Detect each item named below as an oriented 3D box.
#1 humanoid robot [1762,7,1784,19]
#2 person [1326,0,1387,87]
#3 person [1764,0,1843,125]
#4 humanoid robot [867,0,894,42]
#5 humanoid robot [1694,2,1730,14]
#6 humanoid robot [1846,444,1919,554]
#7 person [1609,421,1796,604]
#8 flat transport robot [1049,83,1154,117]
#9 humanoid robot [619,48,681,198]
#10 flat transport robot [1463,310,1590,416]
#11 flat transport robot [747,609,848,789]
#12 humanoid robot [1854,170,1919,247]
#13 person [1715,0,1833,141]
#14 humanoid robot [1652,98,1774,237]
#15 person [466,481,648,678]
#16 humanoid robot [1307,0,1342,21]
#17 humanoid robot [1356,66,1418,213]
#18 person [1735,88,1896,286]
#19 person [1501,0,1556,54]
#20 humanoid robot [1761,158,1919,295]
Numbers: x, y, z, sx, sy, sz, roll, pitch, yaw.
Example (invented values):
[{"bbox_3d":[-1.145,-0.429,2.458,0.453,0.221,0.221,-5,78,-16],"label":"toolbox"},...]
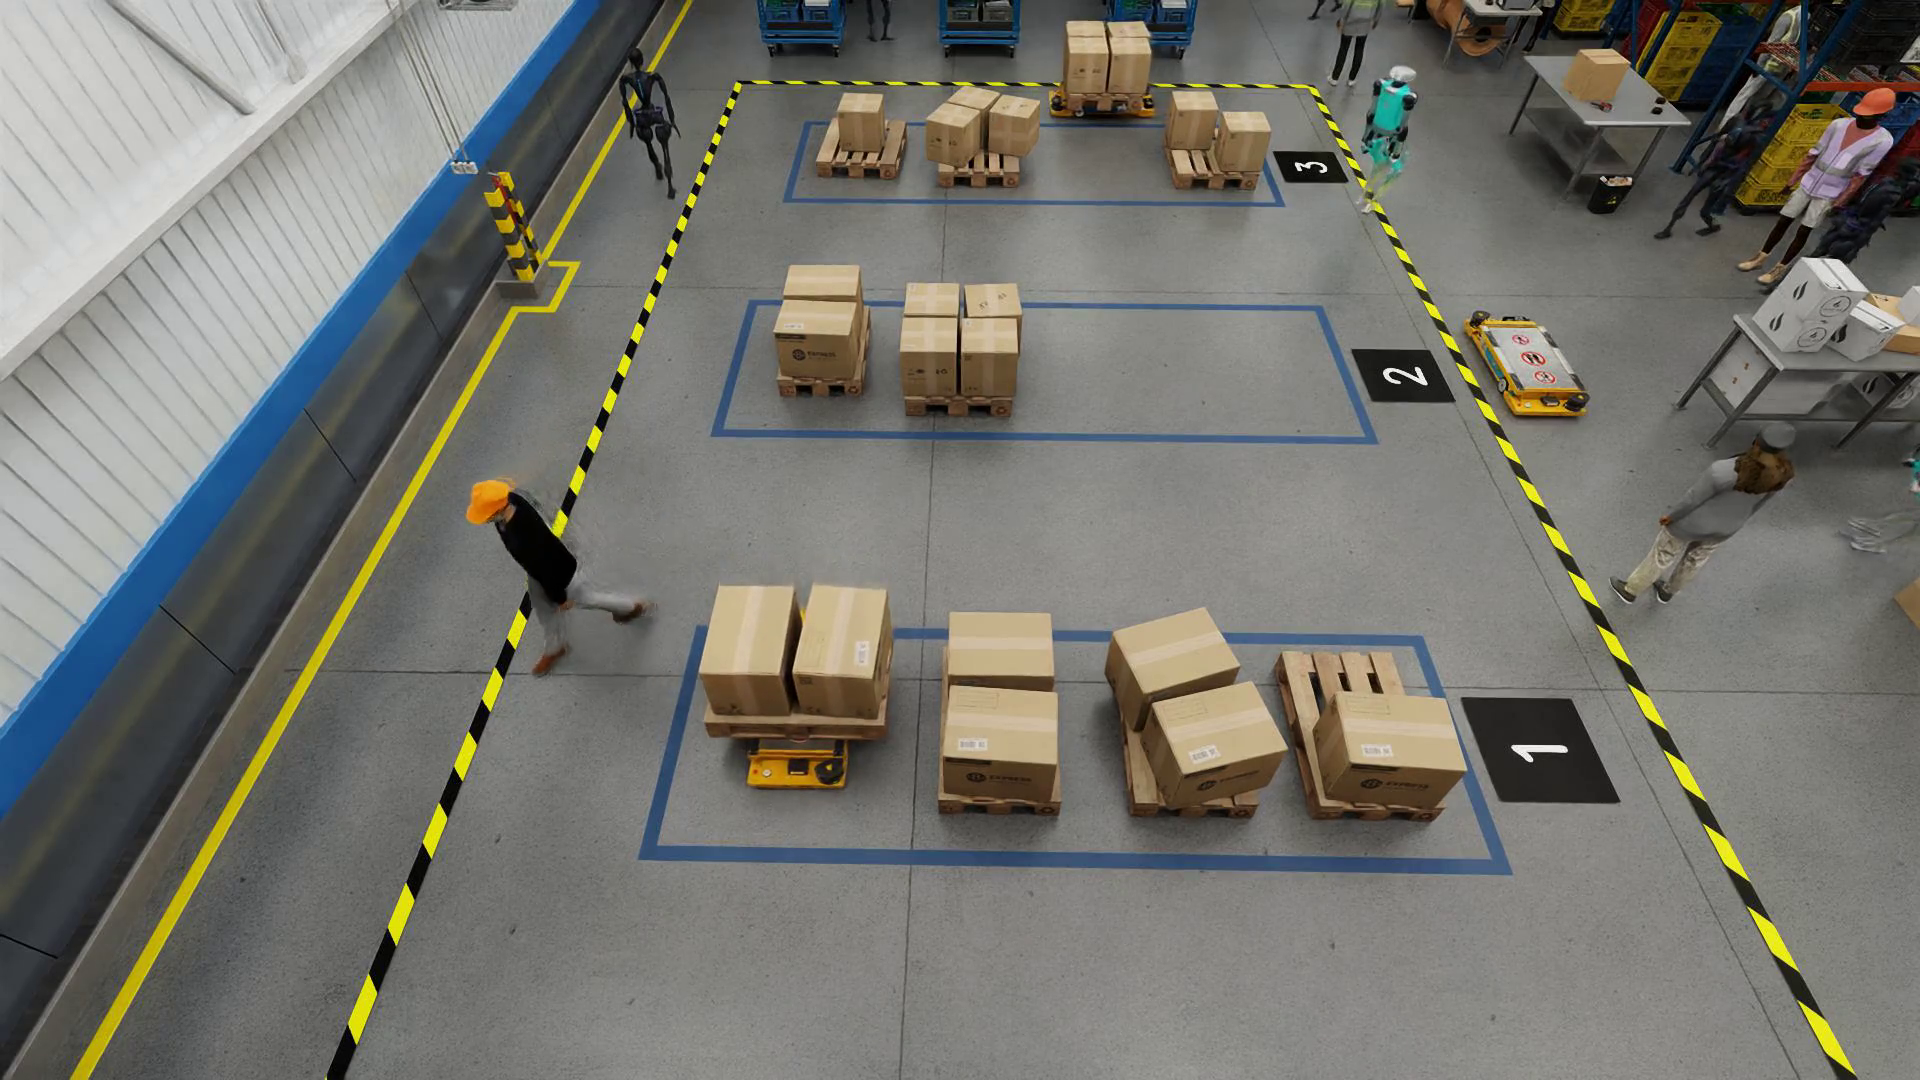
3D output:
[{"bbox_3d":[13.203,-8.942,14.384,0.612,1.641,0.779,4,49,4],"label":"humanoid robot"},{"bbox_3d":[5.609,-7.370,12.865,0.597,1.850,0.395,2,49,2],"label":"person"},{"bbox_3d":[10.852,-6.196,11.867,0.403,1.823,0.589,37,59,28],"label":"person"},{"bbox_3d":[-1.296,-8.494,13.959,0.587,1.646,0.411,14,51,12],"label":"humanoid robot"},{"bbox_3d":[10.718,-7.766,13.334,0.943,1.797,0.571,19,52,16],"label":"humanoid robot"},{"bbox_3d":[7.585,-0.521,6.979,0.710,1.745,0.530,25,54,20],"label":"humanoid robot"},{"bbox_3d":[5.429,-0.149,6.669,0.571,1.767,0.395,2,49,1],"label":"person"},{"bbox_3d":[1.984,-6.203,12.884,1.431,0.197,0.652,1,49,1],"label":"flat transport robot"},{"bbox_3d":[-3.688,-5.007,10.963,0.605,1.619,0.778,-8,50,-7],"label":"humanoid robot"},{"bbox_3d":[5.573,-1.757,9.054,0.659,0.231,1.431,1,49,1],"label":"flat transport robot"},{"bbox_3d":[-1.093,1.078,6.582,0.652,0.197,1.431,1,49,1],"label":"flat transport robot"},{"bbox_3d":[9.360,-3.252,9.414,0.610,1.645,0.334,-35,58,-27],"label":"humanoid robot"},{"bbox_3d":[10.499,-6.097,11.775,0.619,1.838,0.430,-8,50,-7],"label":"person"},{"bbox_3d":[8.492,-4.094,10.175,0.695,1.642,0.599,-9,50,-8],"label":"humanoid robot"},{"bbox_3d":[-2.797,0.184,6.346,0.914,1.833,0.588,-33,57,-25],"label":"person"},{"bbox_3d":[6.056,-9.224,14.627,0.809,1.632,0.592,-21,52,-17],"label":"humanoid robot"},{"bbox_3d":[4.940,-4.543,10.525,0.815,1.811,0.536,-27,54,-21],"label":"humanoid robot"},{"bbox_3d":[8.920,-3.650,9.534,0.404,2.029,0.608,-17,51,-14],"label":"person"},{"bbox_3d":[8.760,-8.337,13.627,0.368,1.966,0.605,-32,56,-25],"label":"person"},{"bbox_3d":[9.059,-3.093,9.303,0.684,1.639,0.597,17,51,14],"label":"humanoid robot"}]
